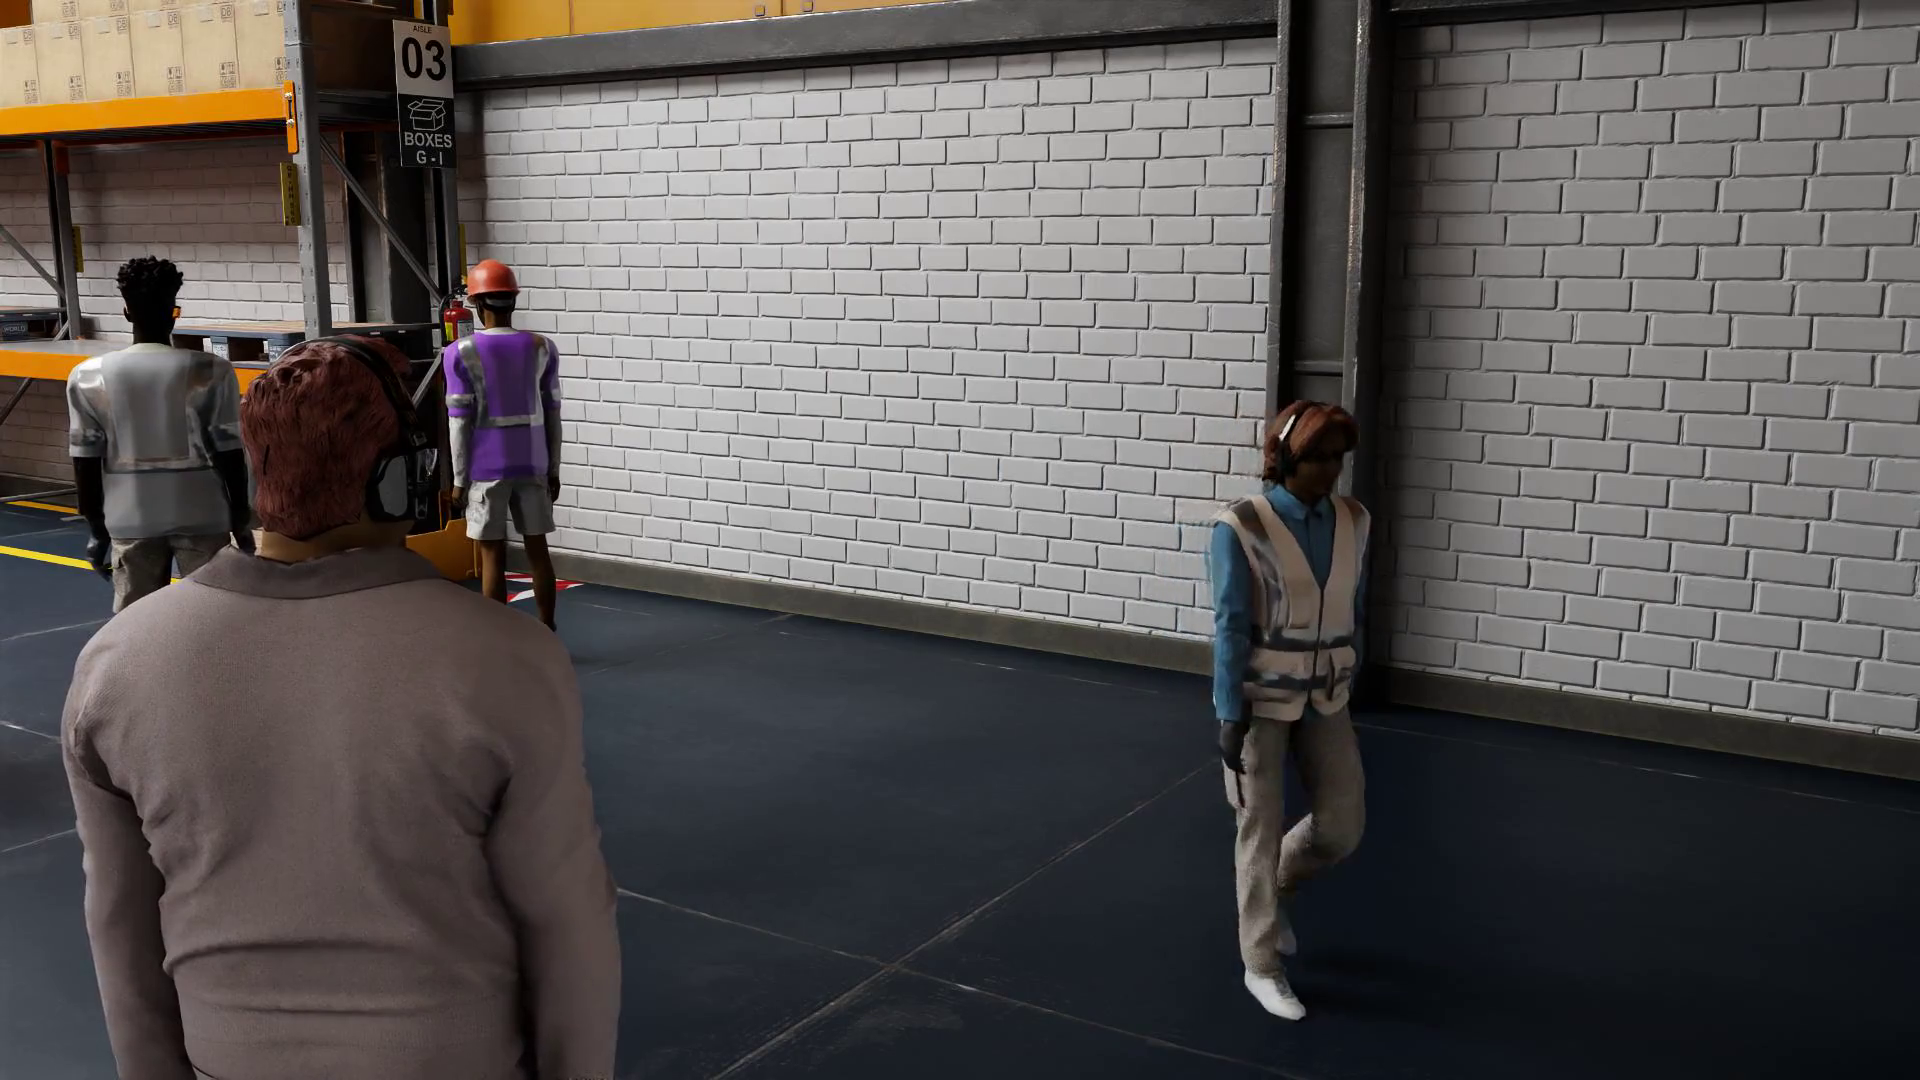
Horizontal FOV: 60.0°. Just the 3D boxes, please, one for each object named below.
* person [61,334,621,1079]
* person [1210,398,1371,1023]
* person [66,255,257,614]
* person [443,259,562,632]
[{"bbox_3d":[-0.747,0.694,2.156,0.651,1.907,0.409,1,10,4],"label":"person"},{"bbox_3d":[0.847,0.436,4.363,0.513,1.624,0.399,-5,11,-24],"label":"person"},{"bbox_3d":[-2.951,-0.068,6.210,0.601,1.967,0.369,-2,10,-13],"label":"person"},{"bbox_3d":[-2.143,-0.343,7.831,0.543,1.934,0.362,-7,12,-33],"label":"person"}]
